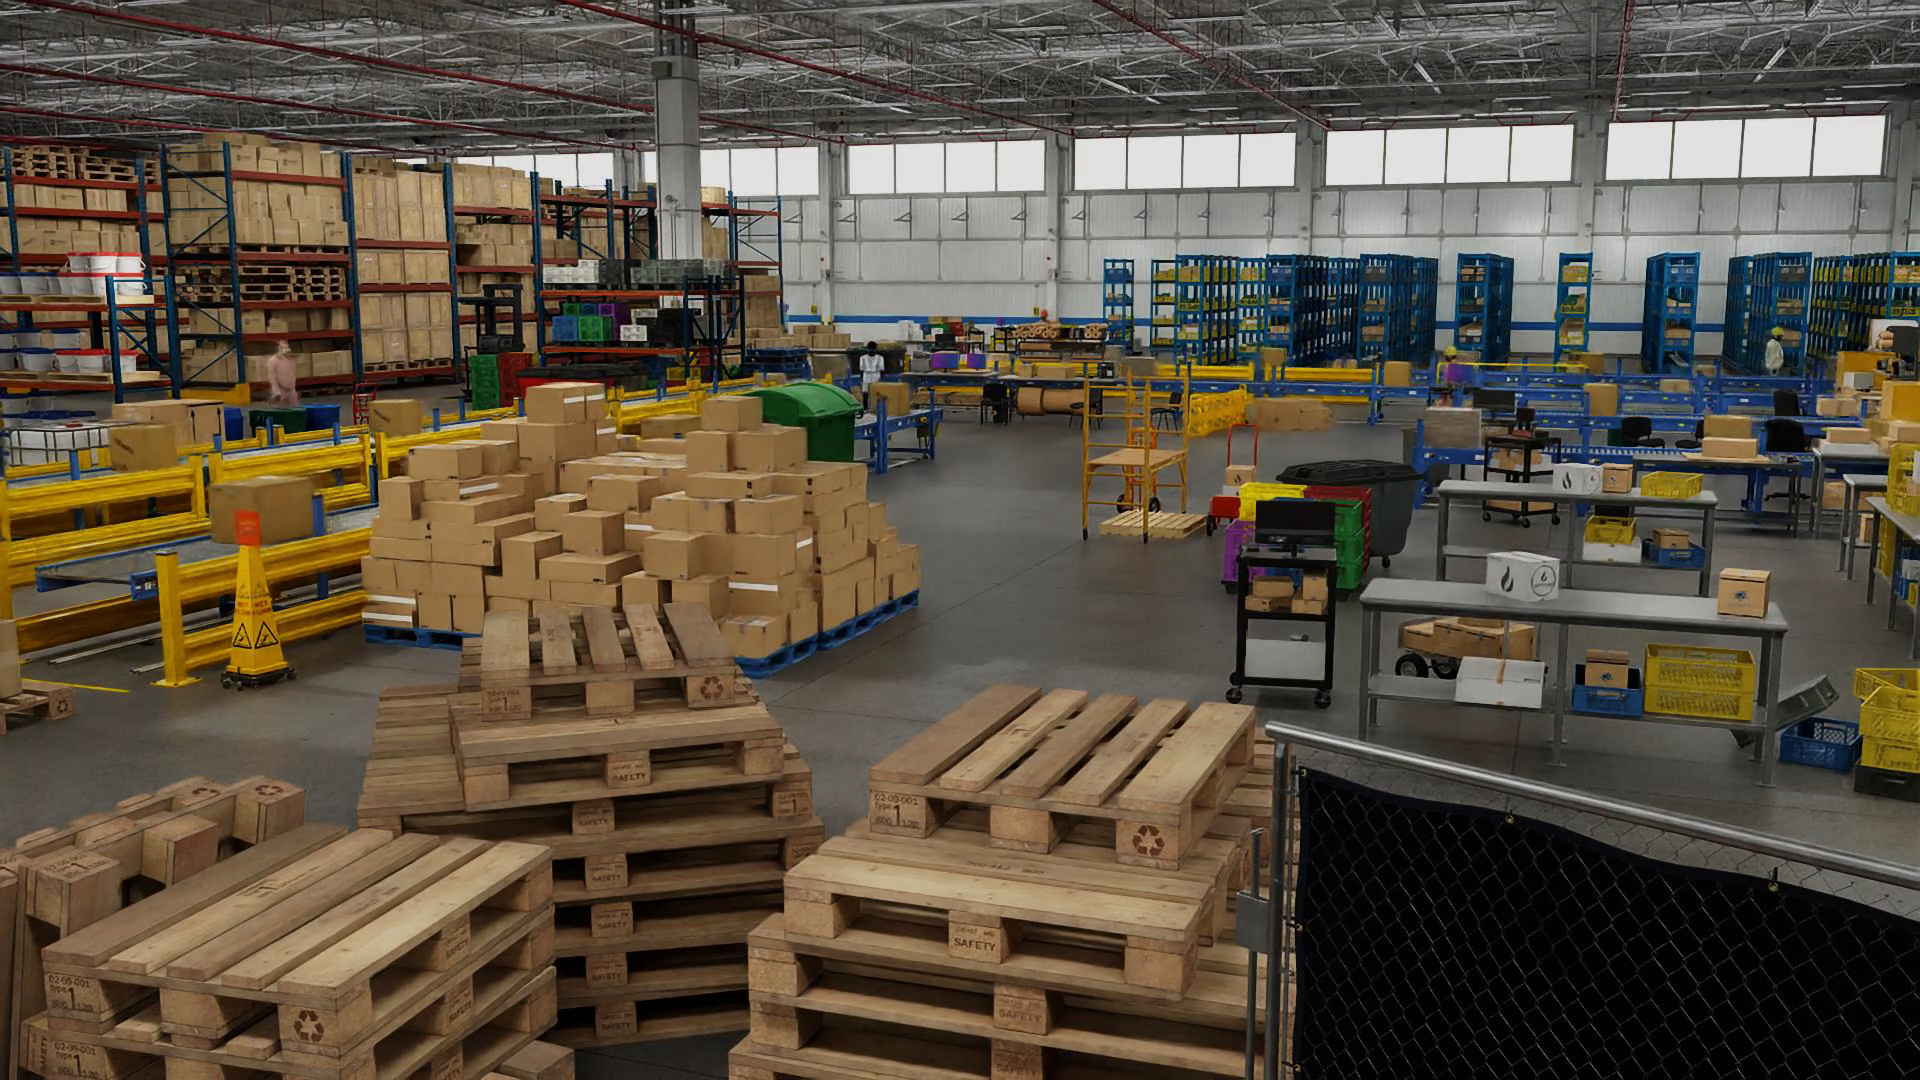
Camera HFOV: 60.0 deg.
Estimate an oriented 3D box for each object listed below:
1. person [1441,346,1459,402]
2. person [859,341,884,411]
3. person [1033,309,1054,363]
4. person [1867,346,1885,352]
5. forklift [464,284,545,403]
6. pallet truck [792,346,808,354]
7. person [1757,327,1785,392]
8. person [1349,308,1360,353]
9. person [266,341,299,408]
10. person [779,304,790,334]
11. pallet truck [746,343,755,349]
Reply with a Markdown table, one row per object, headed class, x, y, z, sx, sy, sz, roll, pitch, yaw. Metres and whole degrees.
| class | x | y | z | sx | sy | sz | roll | pitch | yaw |
| --- | --- | --- | --- | --- | --- | --- | --- | --- | --- |
| person | 9.077 | -2.700 | 30.581 | 0.582 | 1.746 | 0.535 | -1 | 9 | -6 |
| person | -1.846 | -3.285 | 34.524 | 0.535 | 1.665 | 0.733 | 1 | 9 | 5 |
| person | 2.587 | -6.233 | 52.074 | 0.632 | 1.967 | 0.683 | 3 | 10 | 18 |
| person | 21.151 | -4.037 | 38.481 | 0.408 | 1.907 | 0.653 | 4 | 10 | 25 |
| forklift | -10.832 | -4.702 | 39.610 | 1.129 | 2.768 | 1.873 | 3 | 10 | 20 |
| pallet truck | -3.705 | -4.298 | 42.022 | 0.653 | 1.274 | 1.630 | 3 | 10 | 20 |
| person | 19.254 | -4.138 | 39.380 | 0.523 | 1.819 | 0.614 | 4 | 10 | 23 |
| person | 14.518 | -7.609 | 61.106 | 0.374 | 1.843 | 0.569 | 8 | 12 | 41 |
| person | -12.249 | -2.674 | 30.121 | 1.011 | 1.865 | 0.639 | 5 | 11 | 31 |
| person | -6.855 | -8.372 | 65.725 | 0.964 | 1.892 | 0.606 | 4 | 10 | 23 |
| pallet truck | -6.183 | -4.618 | 44.264 | 1.601 | 1.201 | 0.680 | -9 | 12 | -43 |
